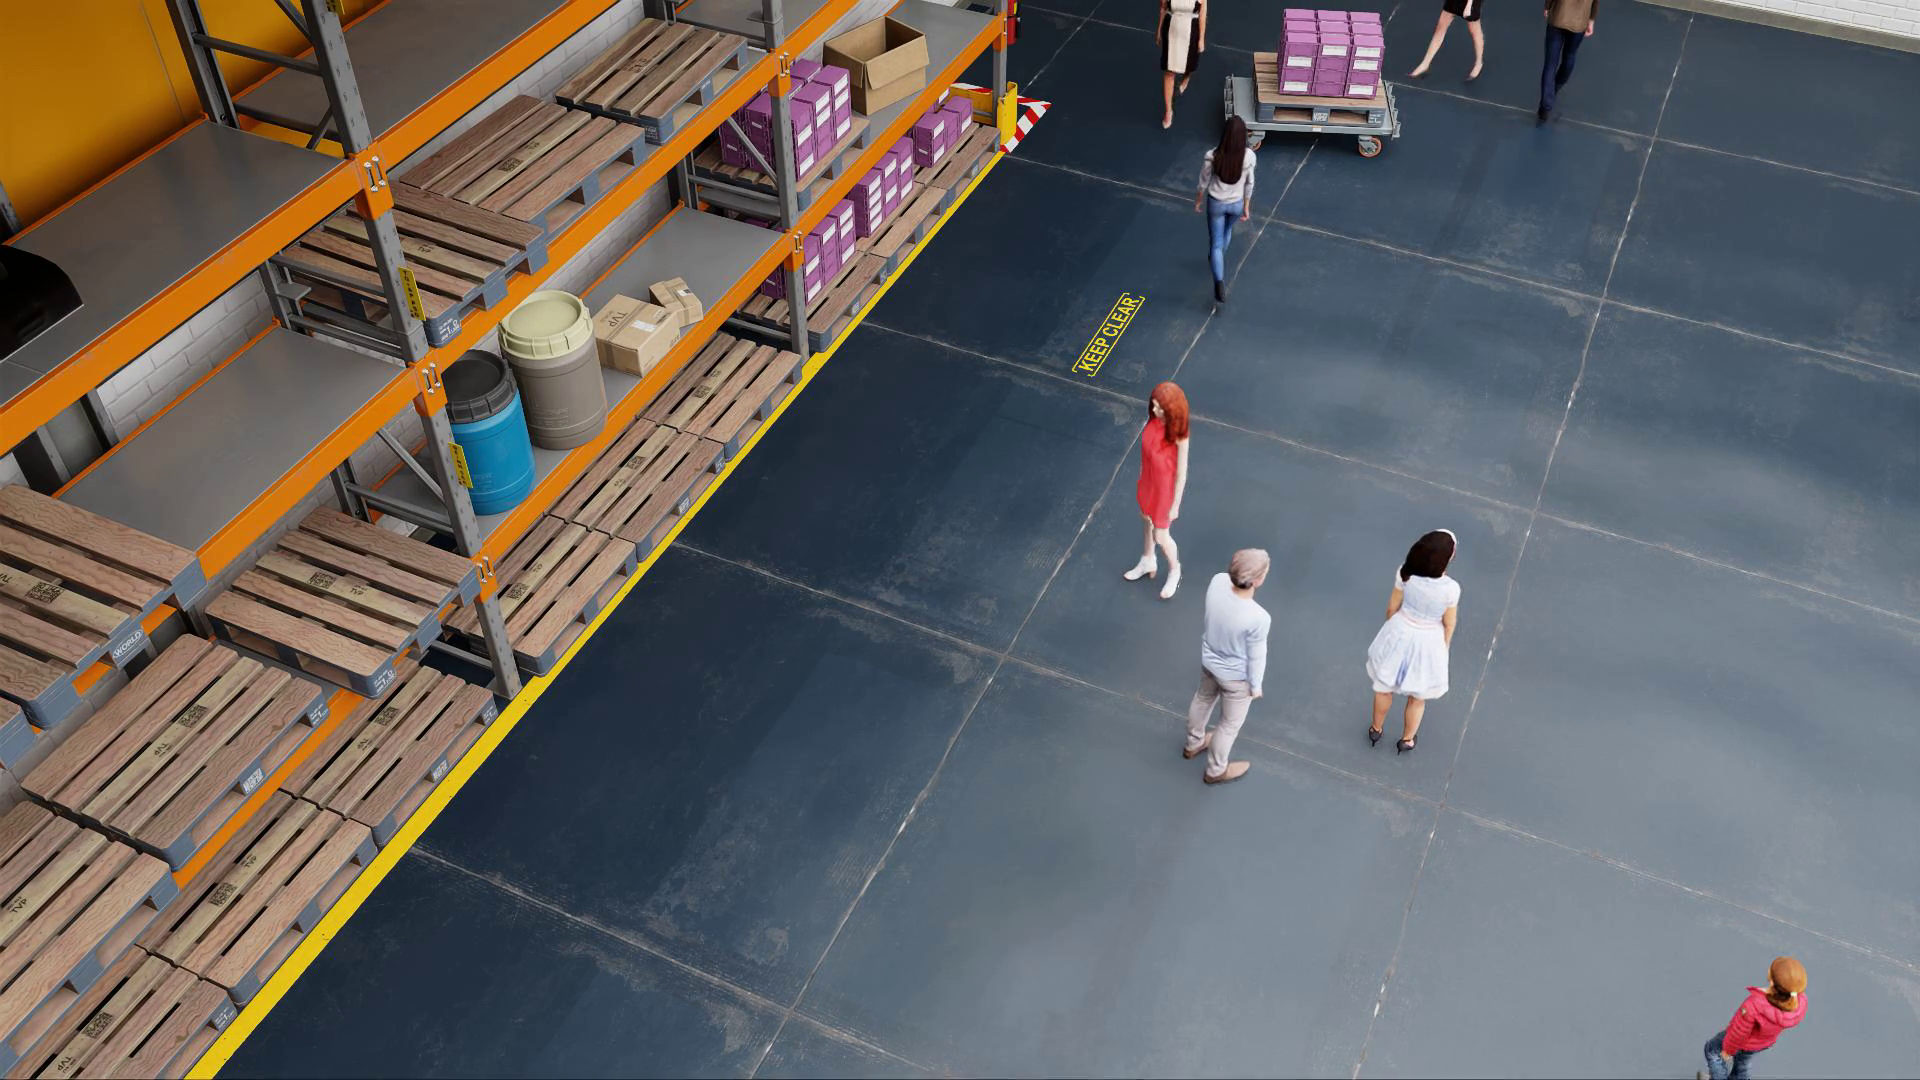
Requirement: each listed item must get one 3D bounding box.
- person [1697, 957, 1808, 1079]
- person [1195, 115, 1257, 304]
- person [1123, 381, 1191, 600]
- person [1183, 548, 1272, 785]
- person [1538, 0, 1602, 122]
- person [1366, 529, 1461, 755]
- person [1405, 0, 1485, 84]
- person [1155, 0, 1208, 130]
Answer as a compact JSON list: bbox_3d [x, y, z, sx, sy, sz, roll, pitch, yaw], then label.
[{"bbox_3d":[4.087,2.601,8.527,0.648,1.309,0.711,-8,44,-8],"label":"person"},{"bbox_3d":[2.227,-2.743,13.928,0.932,1.596,1.130,-3,44,-3],"label":"person"},{"bbox_3d":[1.393,-0.367,11.273,0.768,1.818,0.715,-18,46,-18],"label":"person"},{"bbox_3d":[1.611,0.763,10.036,0.772,1.888,0.752,-23,48,-22],"label":"person"},{"bbox_3d":[5.877,-4.967,16.092,0.901,1.831,1.251,6,44,6],"label":"person"},{"bbox_3d":[2.781,0.653,10.209,0.727,1.808,0.746,24,49,23],"label":"person"},{"bbox_3d":[5.114,-5.380,16.586,1.178,1.749,1.163,-11,45,-11],"label":"person"},{"bbox_3d":[2.168,-4.906,16.105,0.782,1.727,1.085,10,44,10],"label":"person"}]
